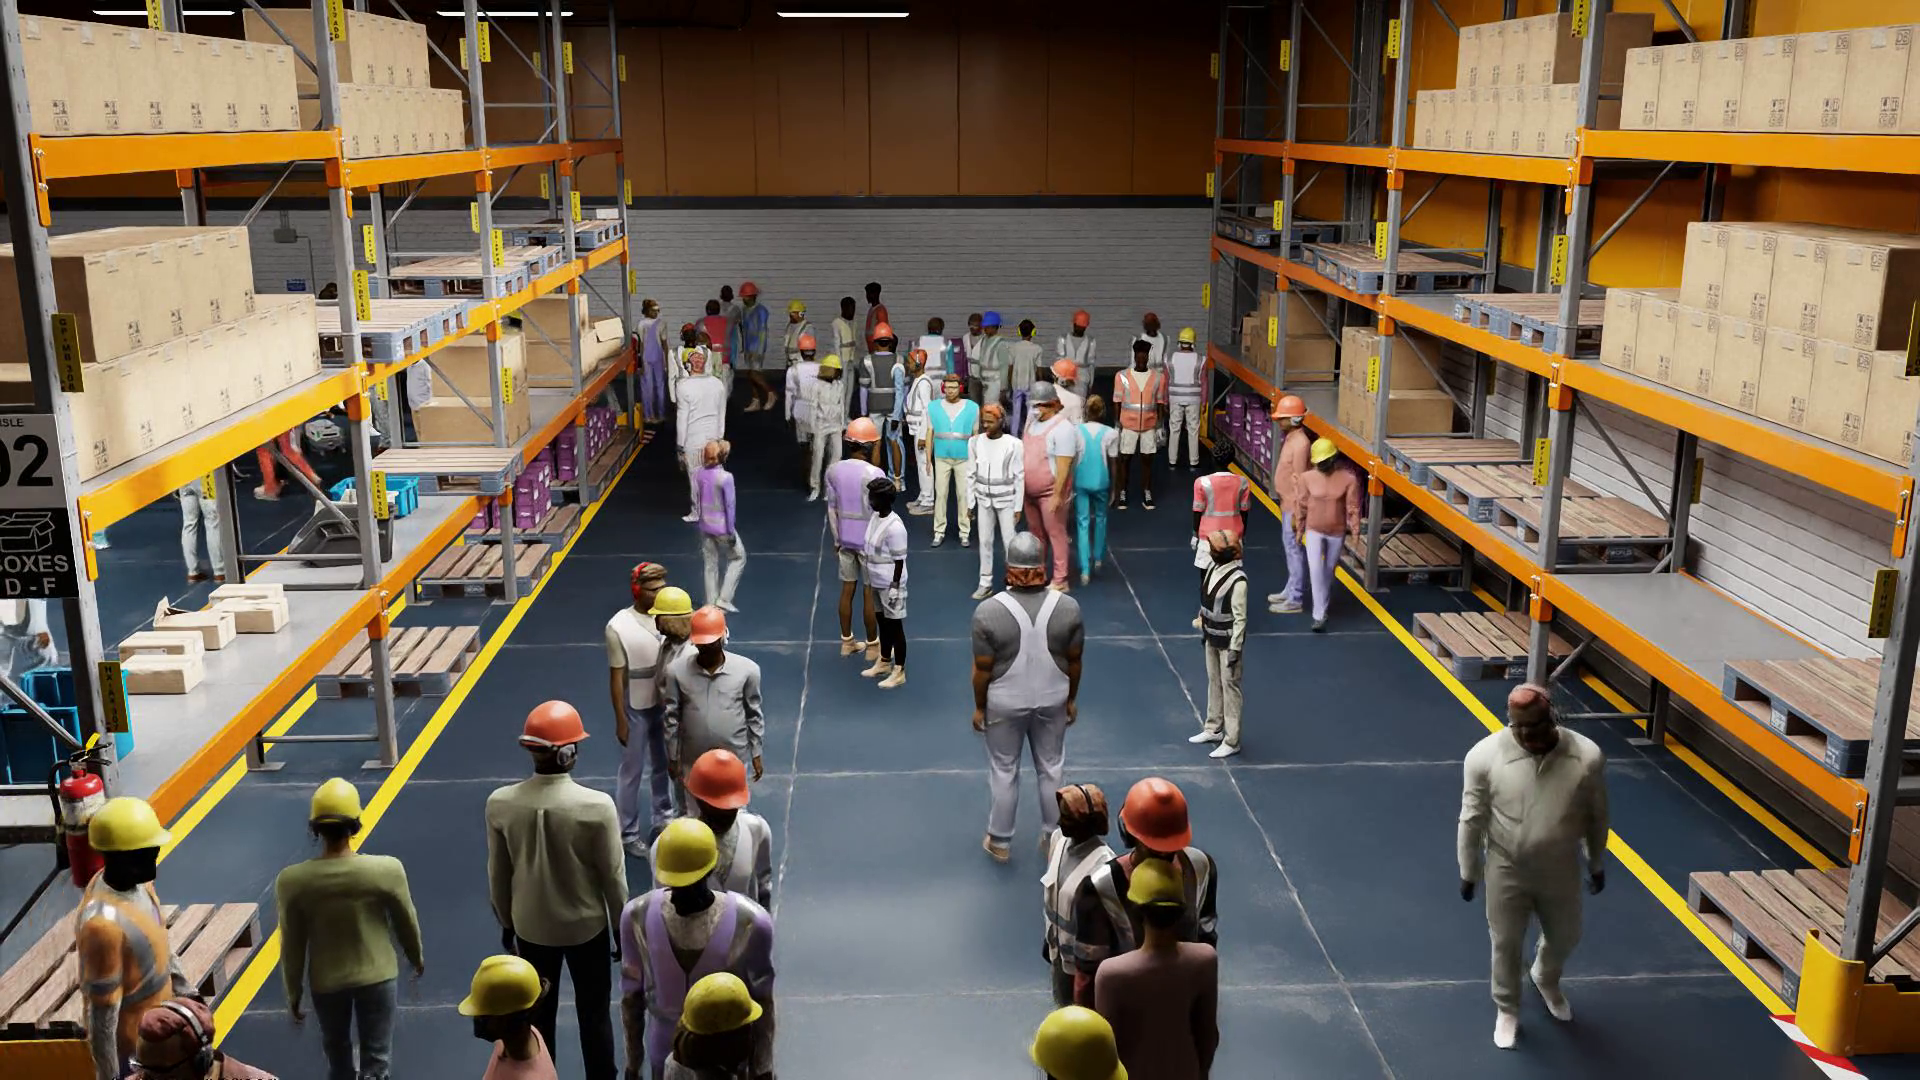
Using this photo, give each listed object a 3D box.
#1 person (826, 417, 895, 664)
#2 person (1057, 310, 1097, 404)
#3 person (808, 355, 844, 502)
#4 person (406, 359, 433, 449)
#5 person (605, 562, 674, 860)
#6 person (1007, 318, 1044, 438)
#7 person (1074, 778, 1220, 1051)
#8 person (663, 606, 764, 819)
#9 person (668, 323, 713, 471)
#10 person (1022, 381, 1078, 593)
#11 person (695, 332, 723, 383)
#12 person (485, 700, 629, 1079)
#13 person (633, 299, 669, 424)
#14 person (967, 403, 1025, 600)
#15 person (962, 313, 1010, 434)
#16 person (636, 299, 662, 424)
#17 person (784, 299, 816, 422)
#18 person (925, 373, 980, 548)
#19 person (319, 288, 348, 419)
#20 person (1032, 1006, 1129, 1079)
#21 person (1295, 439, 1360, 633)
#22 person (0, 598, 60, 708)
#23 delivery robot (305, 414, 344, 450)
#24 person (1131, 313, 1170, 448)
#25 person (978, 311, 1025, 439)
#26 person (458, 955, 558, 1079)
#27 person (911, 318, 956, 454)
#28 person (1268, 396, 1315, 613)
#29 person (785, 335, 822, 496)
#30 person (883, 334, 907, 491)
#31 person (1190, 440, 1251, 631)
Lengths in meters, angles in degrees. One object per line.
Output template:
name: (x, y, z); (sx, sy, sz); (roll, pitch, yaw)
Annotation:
person: (-0.806, 0.002, 13.706); (0.605, 2.044, 0.375); (10, 17, 35)
person: (1.581, -2.211, 22.688); (0.558, 1.901, 0.835); (2, 14, 7)
person: (-1.577, -1.302, 19.484); (0.581, 1.715, 0.353); (-11, 18, -36)
person: (-6.838, -1.721, 21.046); (0.572, 1.748, 0.342); (12, 19, 40)
person: (-1.918, 1.014, 10.153); (0.386, 1.834, 0.569); (10, 17, 34)
person: (0.852, -1.966, 21.808); (0.501, 1.861, 0.328); (3, 15, 13)
person: (0.737, 1.863, 6.443); (0.613, 2.029, 0.407); (-6, 16, -24)
person: (-1.407, 1.215, 9.520); (0.574, 1.749, 0.337); (-1, 14, -3)
person: (-3.418, -1.819, 21.176); (0.575, 1.882, 0.359); (-5, 15, -19)
person: (0.780, -0.513, 15.733); (0.535, 2.000, 0.702); (-8, 16, -29)
person: (-3.423, -1.983, 22.333); (0.501, 1.627, 0.270); (1, 14, 4)
person: (-1.734, 1.665, 7.287); (0.609, 1.988, 0.392); (2, 14, 8)
person: (-4.528, -2.614, 24.395); (0.513, 1.833, 0.344); (-3, 15, -12)
person: (0.335, -0.342, 15.399); (0.575, 1.875, 0.362); (7, 16, 26)
person: (0.340, -2.248, 23.010); (0.653, 1.813, 0.608); (-13, 19, -41)
person: (-4.562, -2.611, 24.390); (0.435, 1.834, 0.561); (8, 16, 29)
person: (-2.365, -2.606, 24.362); (0.404, 1.830, 0.603); (-13, 19, -42)
person: (-0.075, -0.837, 17.395); (0.572, 1.841, 0.376); (1, 14, 3)
person: (-9.442, -2.798, 24.919); (0.372, 1.934, 0.627); (9, 17, 31)
person: (0.299, 2.276, 5.037); (0.476, 1.916, 0.592); (8, 16, 29)
person: (3.215, -0.043, 14.550); (0.554, 1.689, 0.904); (2, 14, 8)
person: (-6.770, 0.540, 11.945); (0.613, 1.862, 0.996); (2, 14, 8)
delivery robot: (-8.443, -1.422, 22.077); (0.477, 0.478, 0.707); (-9, 17, -32)
person: (2.599, -2.192, 22.758); (0.588, 1.829, 1.022); (-3, 15, -13)
person: (0.511, -2.118, 22.262); (0.770, 1.927, 0.618); (-6, 15, -21)
person: (-1.470, 2.208, 5.599); (0.315, 1.769, 0.525); (-7, 16, -26)
person: (-0.340, -2.109, 22.485); (0.625, 1.788, 0.934); (2, 14, 8)
person: (3.003, -0.328, 15.129); (0.414, 1.985, 0.624); (1, 14, 4)
person: (-1.820, -1.513, 19.976); (0.560, 1.878, 1.052); (-2, 14, -9)
person: (-0.811, -1.538, 19.997); (0.391, 1.920, 0.588); (-4, 15, -16)
person: (2.276, -0.032, 14.547); (0.537, 1.694, 0.320); (-3, 15, -12)
